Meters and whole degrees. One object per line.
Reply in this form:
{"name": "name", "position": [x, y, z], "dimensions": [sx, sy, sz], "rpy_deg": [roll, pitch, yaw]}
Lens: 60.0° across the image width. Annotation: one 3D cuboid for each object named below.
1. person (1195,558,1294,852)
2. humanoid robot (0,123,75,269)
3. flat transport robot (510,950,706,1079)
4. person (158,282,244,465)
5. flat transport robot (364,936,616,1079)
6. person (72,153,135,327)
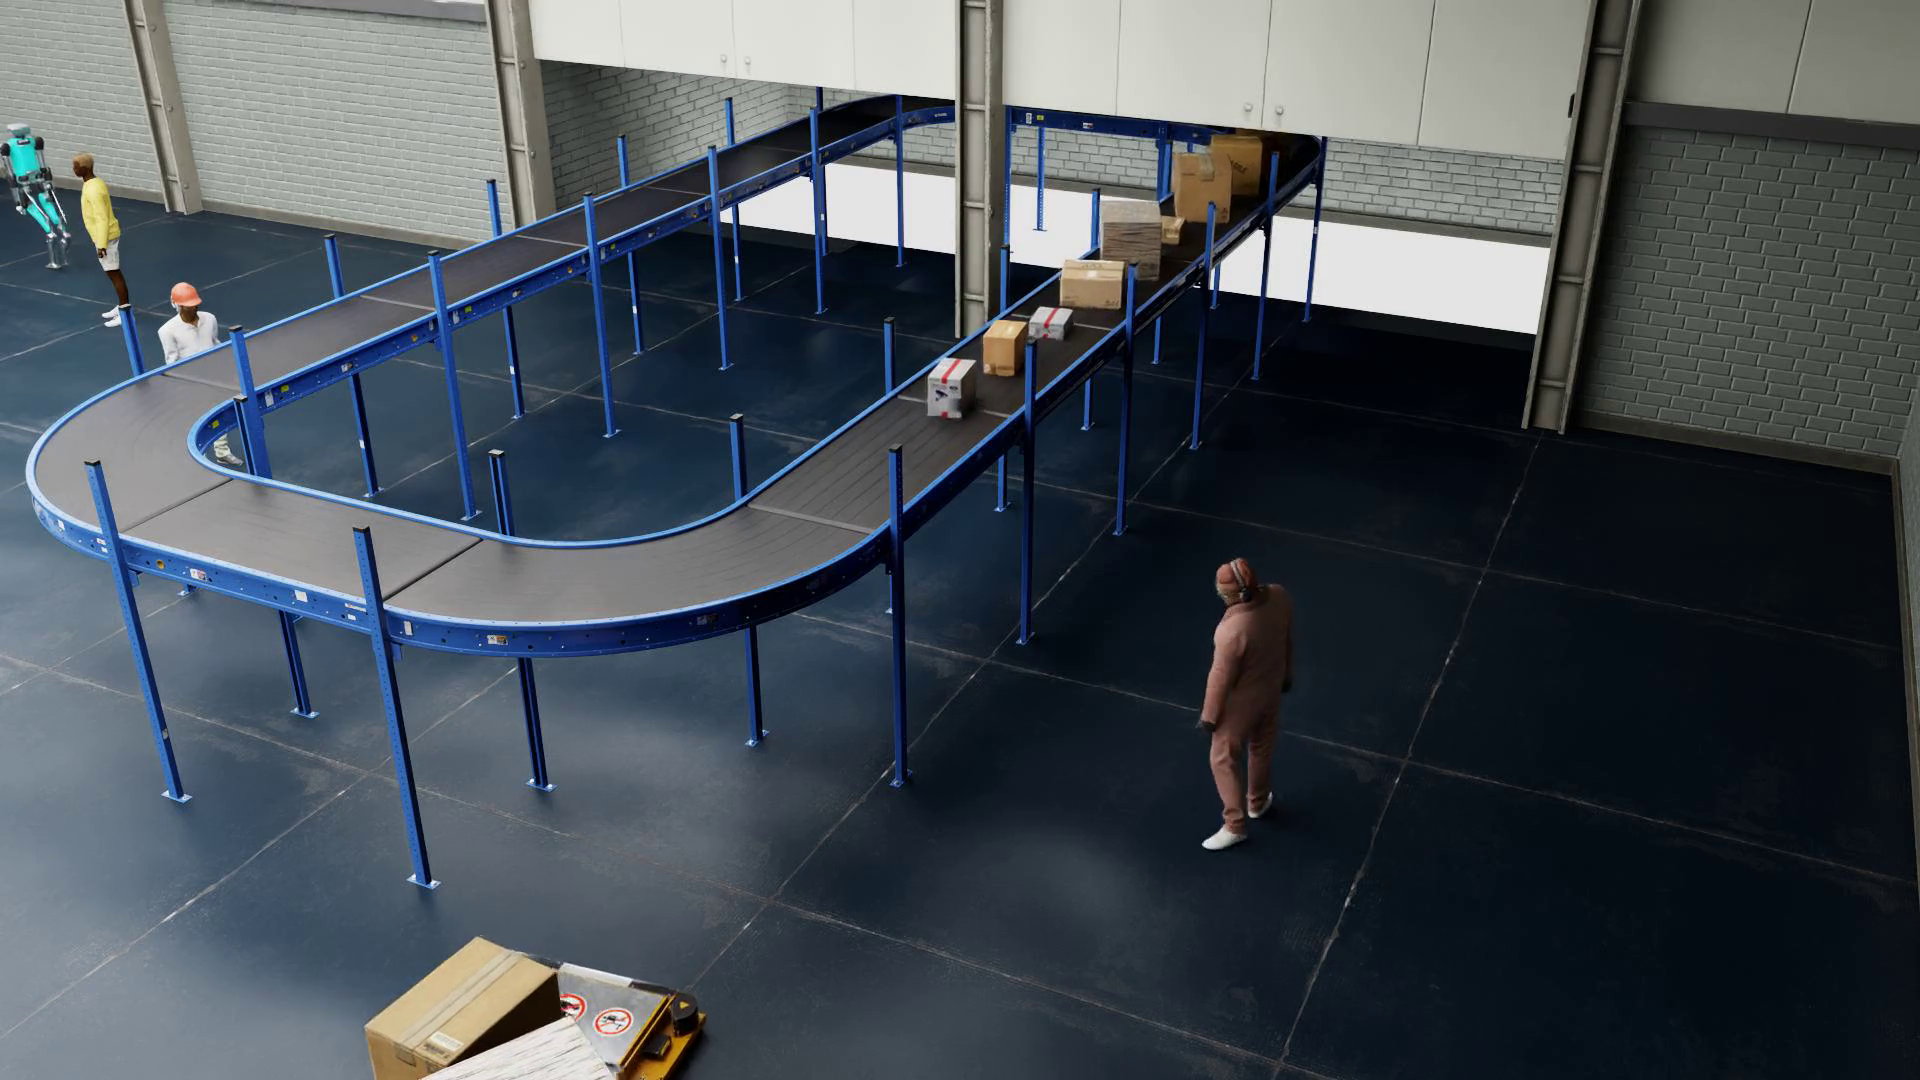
{"name": "person", "position": [1.707, 0.902, 9.866], "dimensions": [0.763, 1.872, 0.396], "rpy_deg": [-24, 35, -39]}
{"name": "humanoid robot", "position": [-11.052, -4.075, 20.080], "dimensions": [0.665, 1.839, 0.540], "rpy_deg": [15, 30, 28]}
{"name": "flat transport robot", "position": [-2.092, 2.470, 8.499], "dimensions": [1.431, 0.231, 0.659], "rpy_deg": [8, 28, 16]}
{"name": "person", "position": [-6.694, -1.430, 14.685], "dimensions": [0.336, 1.752, 0.563], "rpy_deg": [14, 30, 26]}
{"name": "flat transport robot", "position": [-2.087, 2.904, 7.624], "dimensions": [0.659, 0.231, 1.431], "rpy_deg": [23, 35, 39]}
{"name": "person", "position": [-9.446, -3.318, 18.329], "dimensions": [0.377, 1.900, 0.544], "rpy_deg": [-13, 29, -24]}
